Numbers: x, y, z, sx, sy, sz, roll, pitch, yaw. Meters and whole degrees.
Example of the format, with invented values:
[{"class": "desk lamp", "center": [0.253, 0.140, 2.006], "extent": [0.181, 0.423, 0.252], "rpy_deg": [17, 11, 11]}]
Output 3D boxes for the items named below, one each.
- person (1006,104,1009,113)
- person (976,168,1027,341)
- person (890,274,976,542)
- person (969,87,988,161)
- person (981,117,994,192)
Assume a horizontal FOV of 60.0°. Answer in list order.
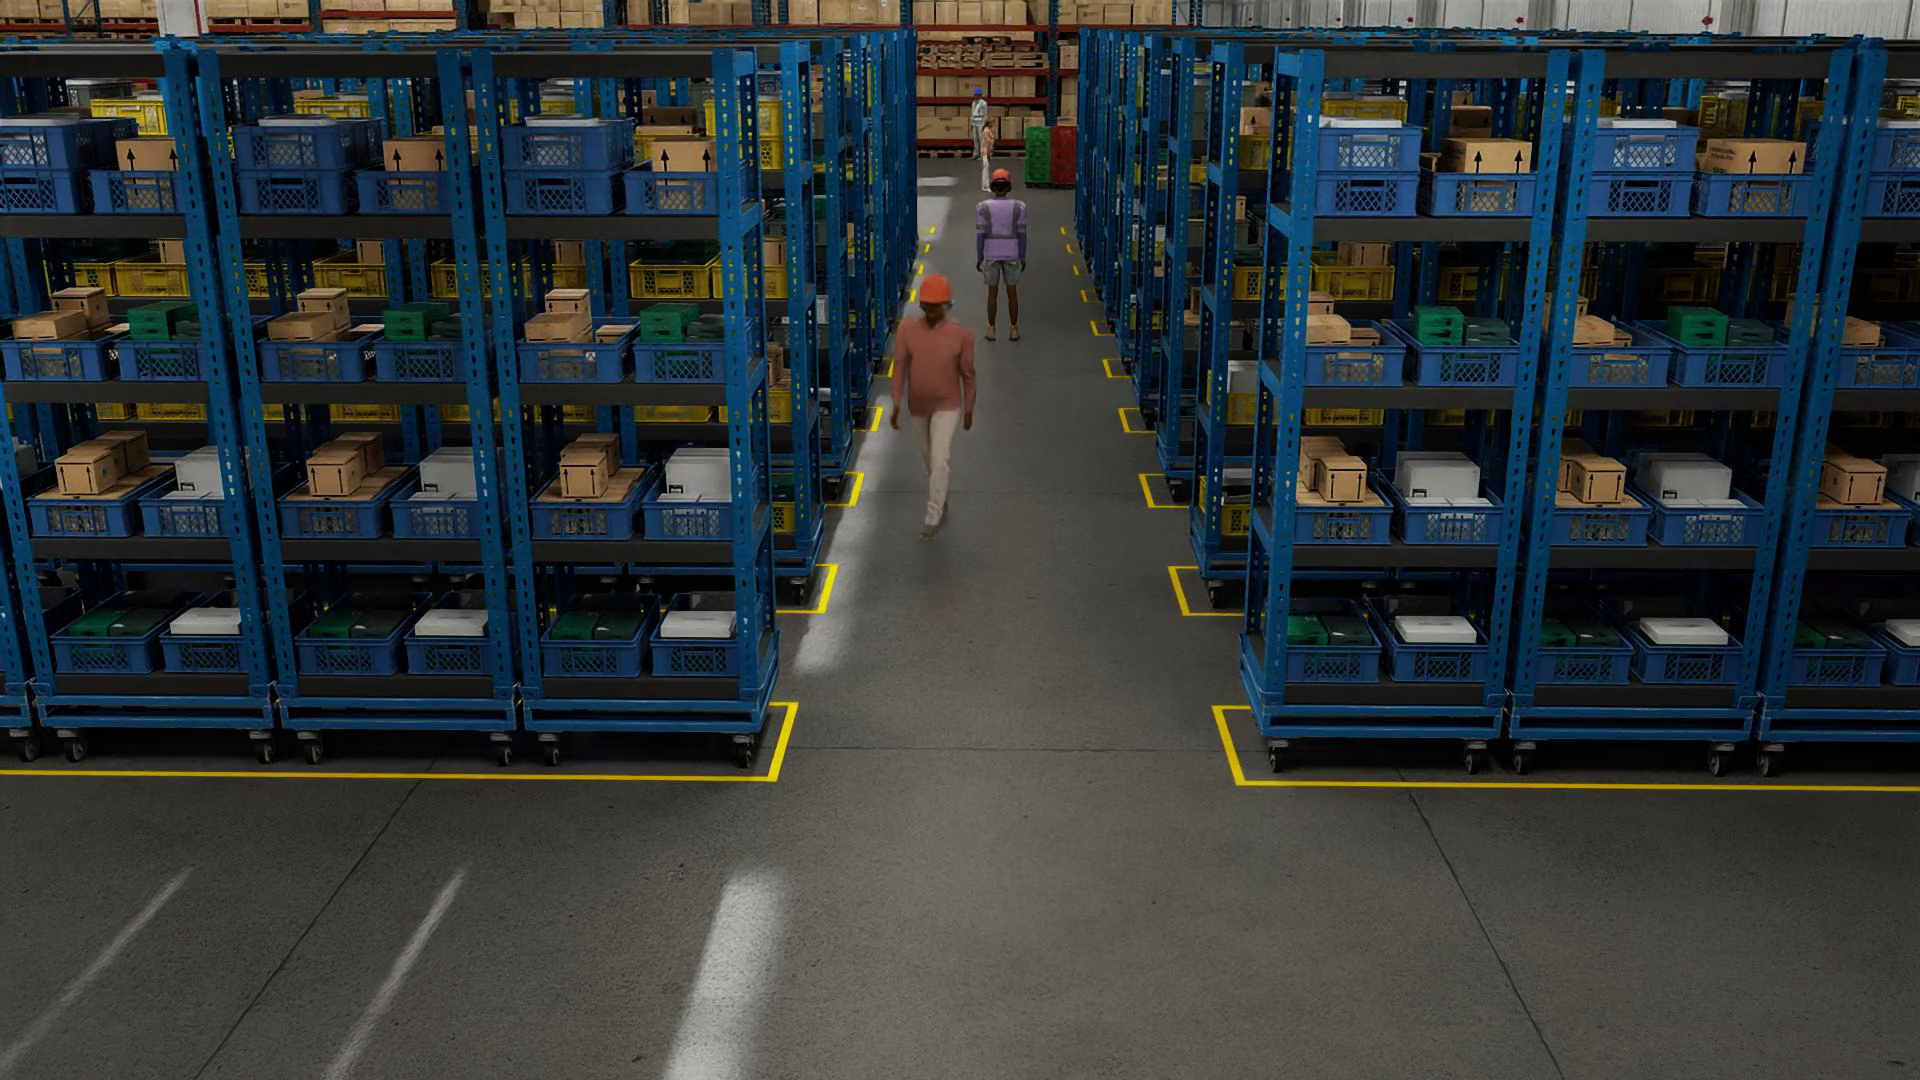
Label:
[{"class": "person", "center": [1.697, -12.827, 50.312], "extent": [0.903, 1.788, 0.595], "rpy_deg": [-4, 18, -14]}, {"class": "person", "center": [0.489, -3.389, 19.826], "extent": [0.605, 2.036, 0.388], "rpy_deg": [0, 17, -2]}, {"class": "person", "center": [-0.181, -1.043, 12.492], "extent": [0.606, 1.964, 0.992], "rpy_deg": [5, 18, 17]}, {"class": "person", "center": [0.503, -11.256, 45.043], "extent": [0.387, 1.948, 0.602], "rpy_deg": [-13, 22, -36]}, {"class": "person", "center": [0.614, -8.592, 37.060], "extent": [0.311, 1.640, 0.514], "rpy_deg": [0, 17, 0]}]
